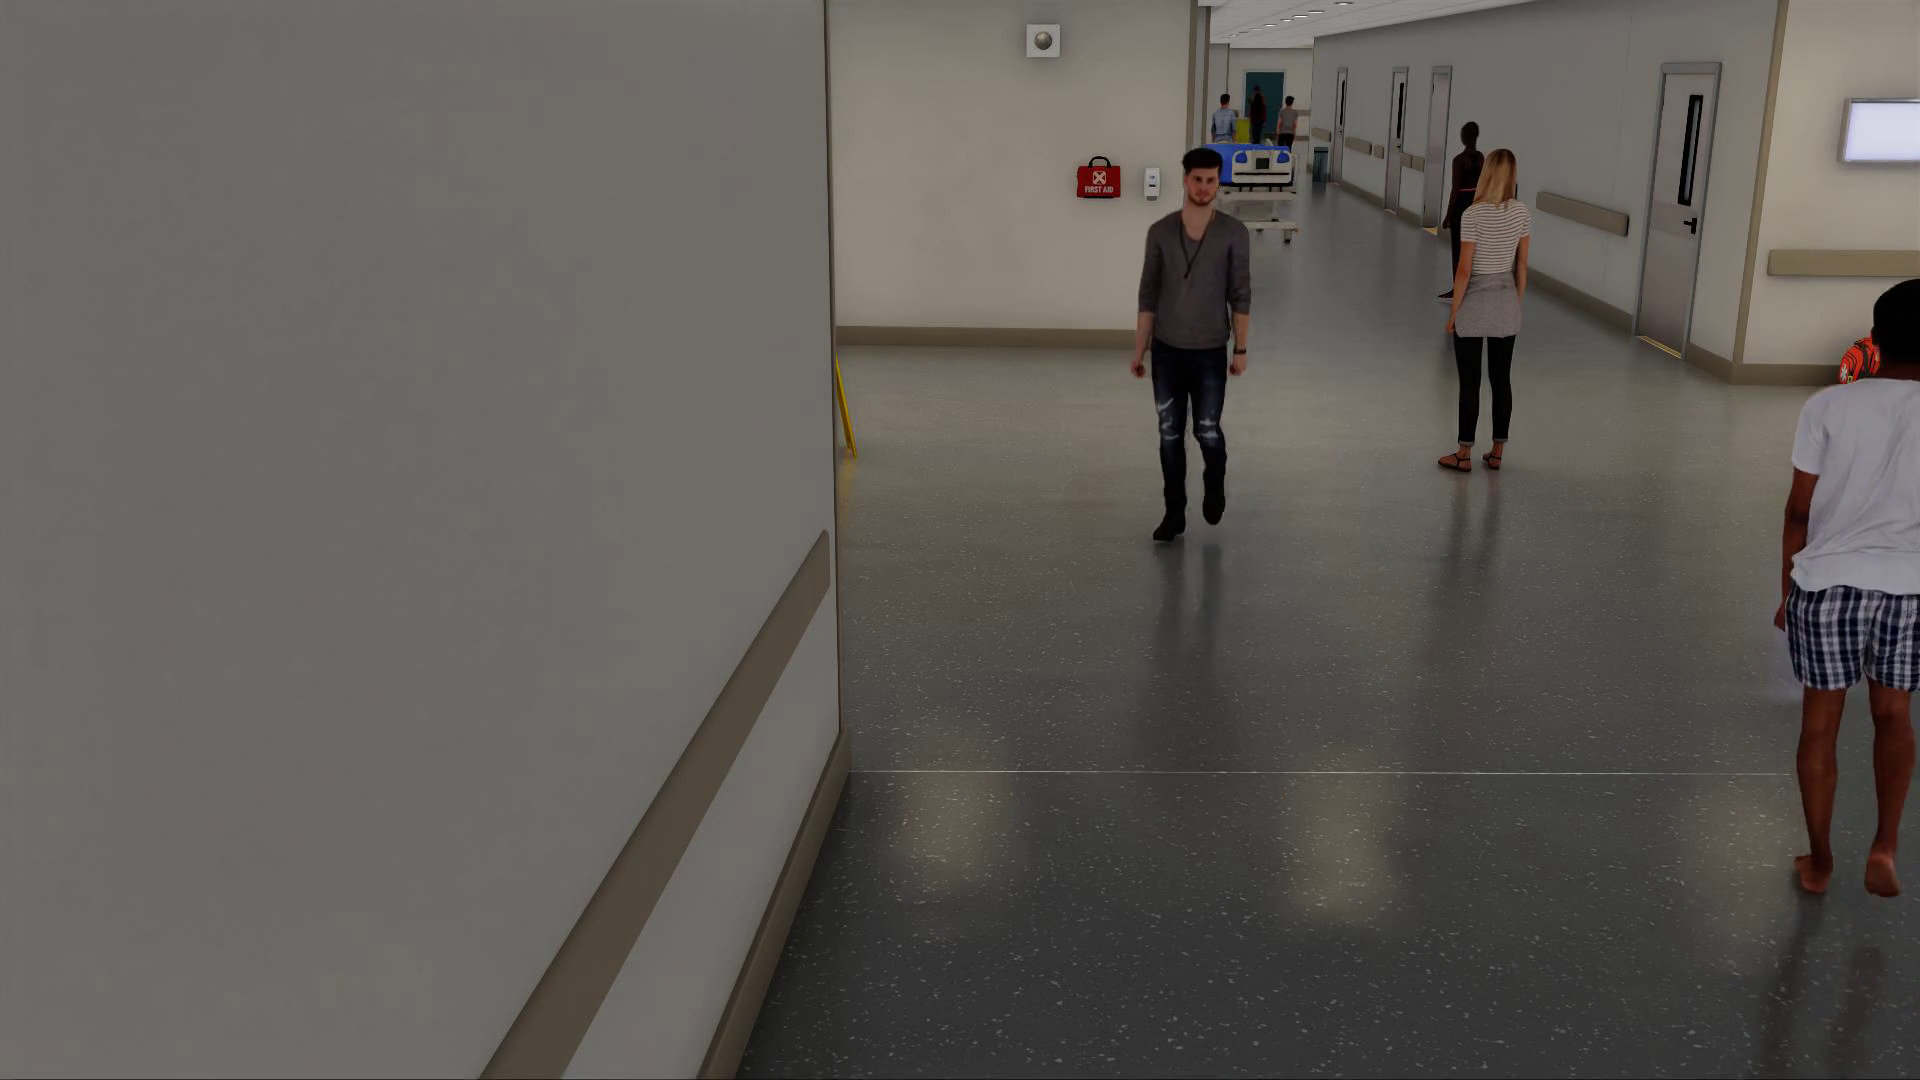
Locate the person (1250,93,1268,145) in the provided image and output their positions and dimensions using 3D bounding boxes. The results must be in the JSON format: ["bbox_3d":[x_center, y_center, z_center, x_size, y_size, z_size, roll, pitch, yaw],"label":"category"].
[{"bbox_3d":[8.402,-11.769,47.039,1.117,1.606,0.975,9,18,29],"label":"person"}]

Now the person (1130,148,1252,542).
[{"bbox_3d":[1.148,-0.940,8.111,0.831,1.888,0.886,7,17,23],"label":"person"}]

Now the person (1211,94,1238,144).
[{"bbox_3d":[4.904,-7.360,30.957,0.633,1.847,0.784,8,18,26],"label":"person"}]

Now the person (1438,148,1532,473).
[{"bbox_3d":[3.023,-1.306,9.520,0.569,1.826,0.731,-3,16,-12],"label":"person"}]

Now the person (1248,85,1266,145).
[{"bbox_3d":[9.155,-13.083,51.292,0.866,1.787,0.746,2,16,7],"label":"person"}]

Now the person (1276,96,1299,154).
[{"bbox_3d":[7.399,-9.162,37.642,0.949,1.687,0.687,2,16,6],"label":"person"}]

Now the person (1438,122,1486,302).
[{"bbox_3d":[5.088,-3.304,16.724,0.647,1.763,0.734,-9,18,-29],"label":"person"}]

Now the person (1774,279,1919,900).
[{"bbox_3d":[2.414,0.187,4.431,0.761,1.715,0.807,7,17,24],"label":"person"}]
